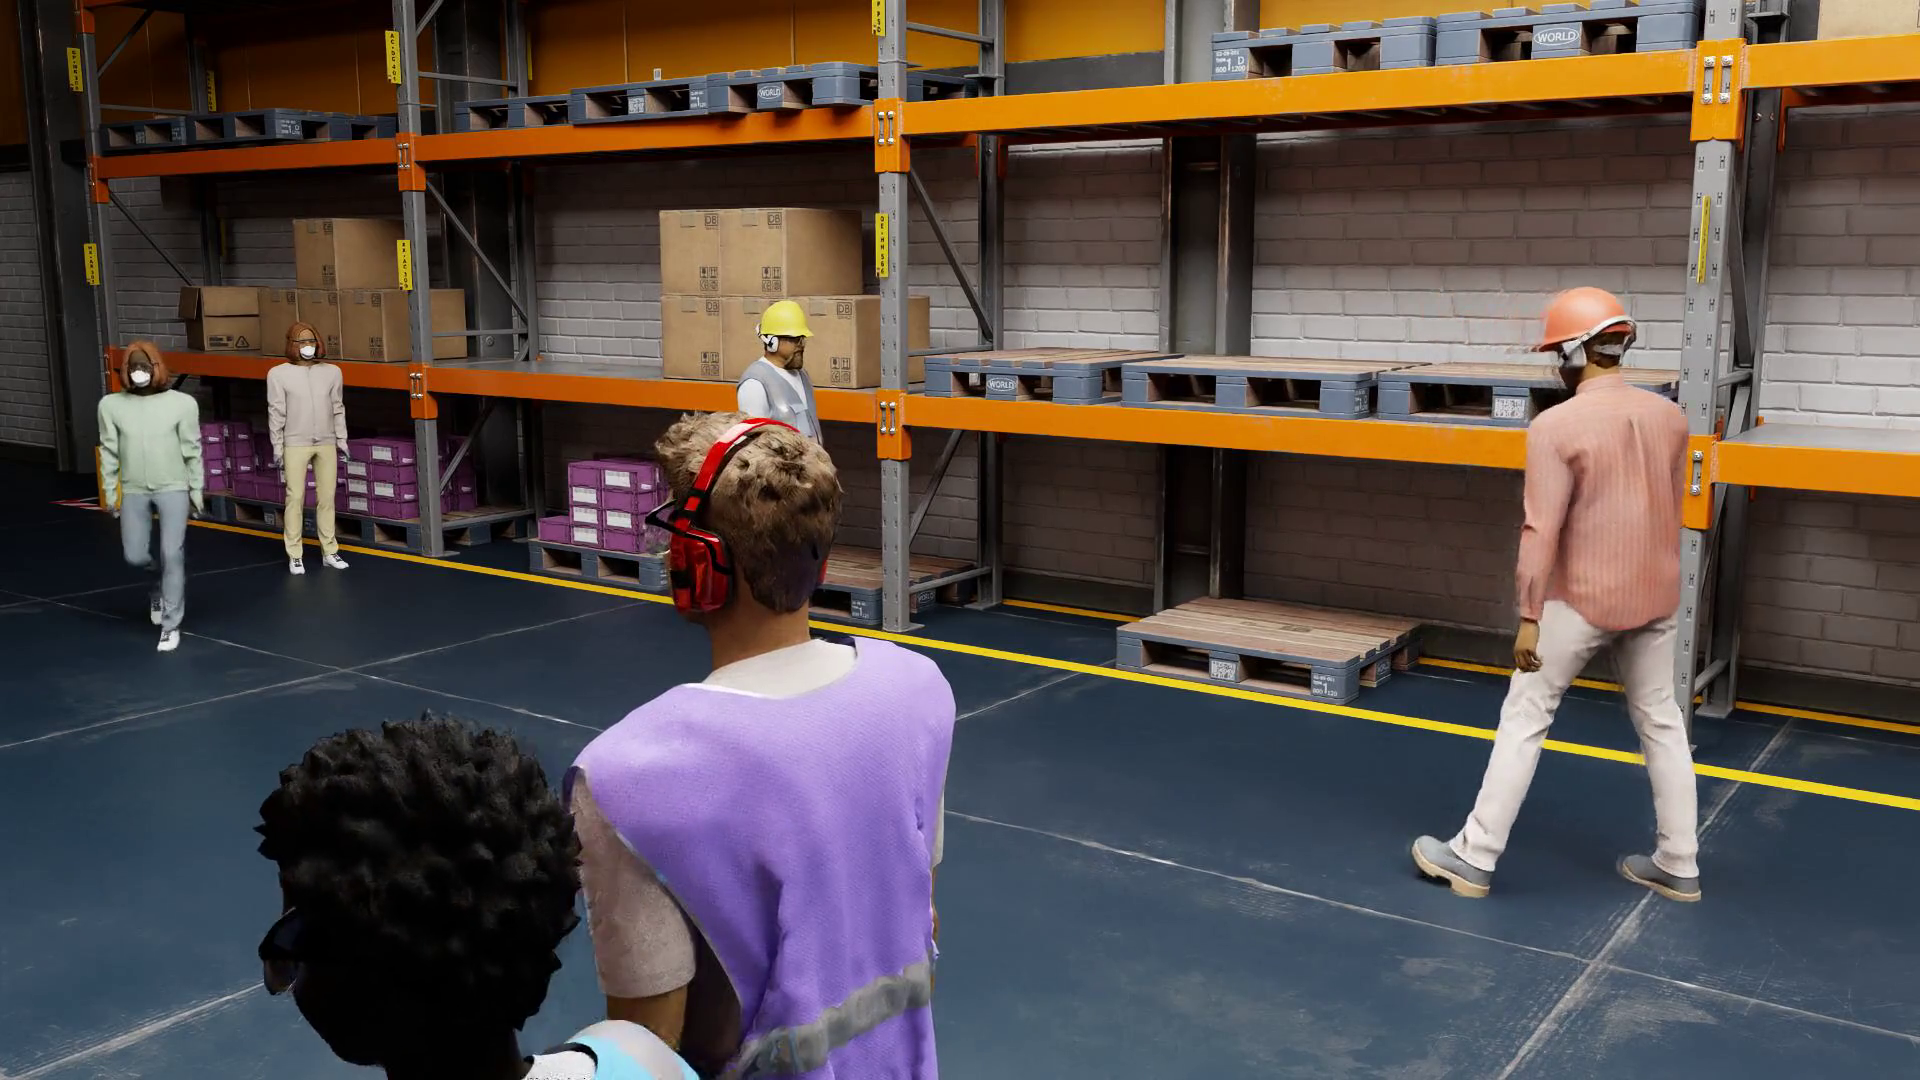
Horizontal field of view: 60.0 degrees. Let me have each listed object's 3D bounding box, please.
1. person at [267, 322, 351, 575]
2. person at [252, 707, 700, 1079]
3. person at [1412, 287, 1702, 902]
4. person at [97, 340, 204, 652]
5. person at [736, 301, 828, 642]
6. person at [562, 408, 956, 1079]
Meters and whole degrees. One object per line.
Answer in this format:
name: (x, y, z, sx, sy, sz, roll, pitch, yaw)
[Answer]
person: (-4.226, -0.600, 10.821, 0.509, 1.632, 0.267, -9, 13, -43)
person: (-0.404, 0.961, 1.347, 0.381, 1.696, 0.552, 4, 11, 25)
person: (1.949, 0.183, 5.260, 0.786, 1.953, 0.535, -3, 10, -19)
person: (-4.232, -0.249, 8.770, 0.505, 1.622, 0.530, -2, 10, -12)
person: (-0.900, -0.306, 8.523, 0.403, 1.825, 0.587, 4, 10, 21)
person: (-0.222, 0.766, 2.043, 0.390, 1.850, 0.565, 7, 12, 37)
